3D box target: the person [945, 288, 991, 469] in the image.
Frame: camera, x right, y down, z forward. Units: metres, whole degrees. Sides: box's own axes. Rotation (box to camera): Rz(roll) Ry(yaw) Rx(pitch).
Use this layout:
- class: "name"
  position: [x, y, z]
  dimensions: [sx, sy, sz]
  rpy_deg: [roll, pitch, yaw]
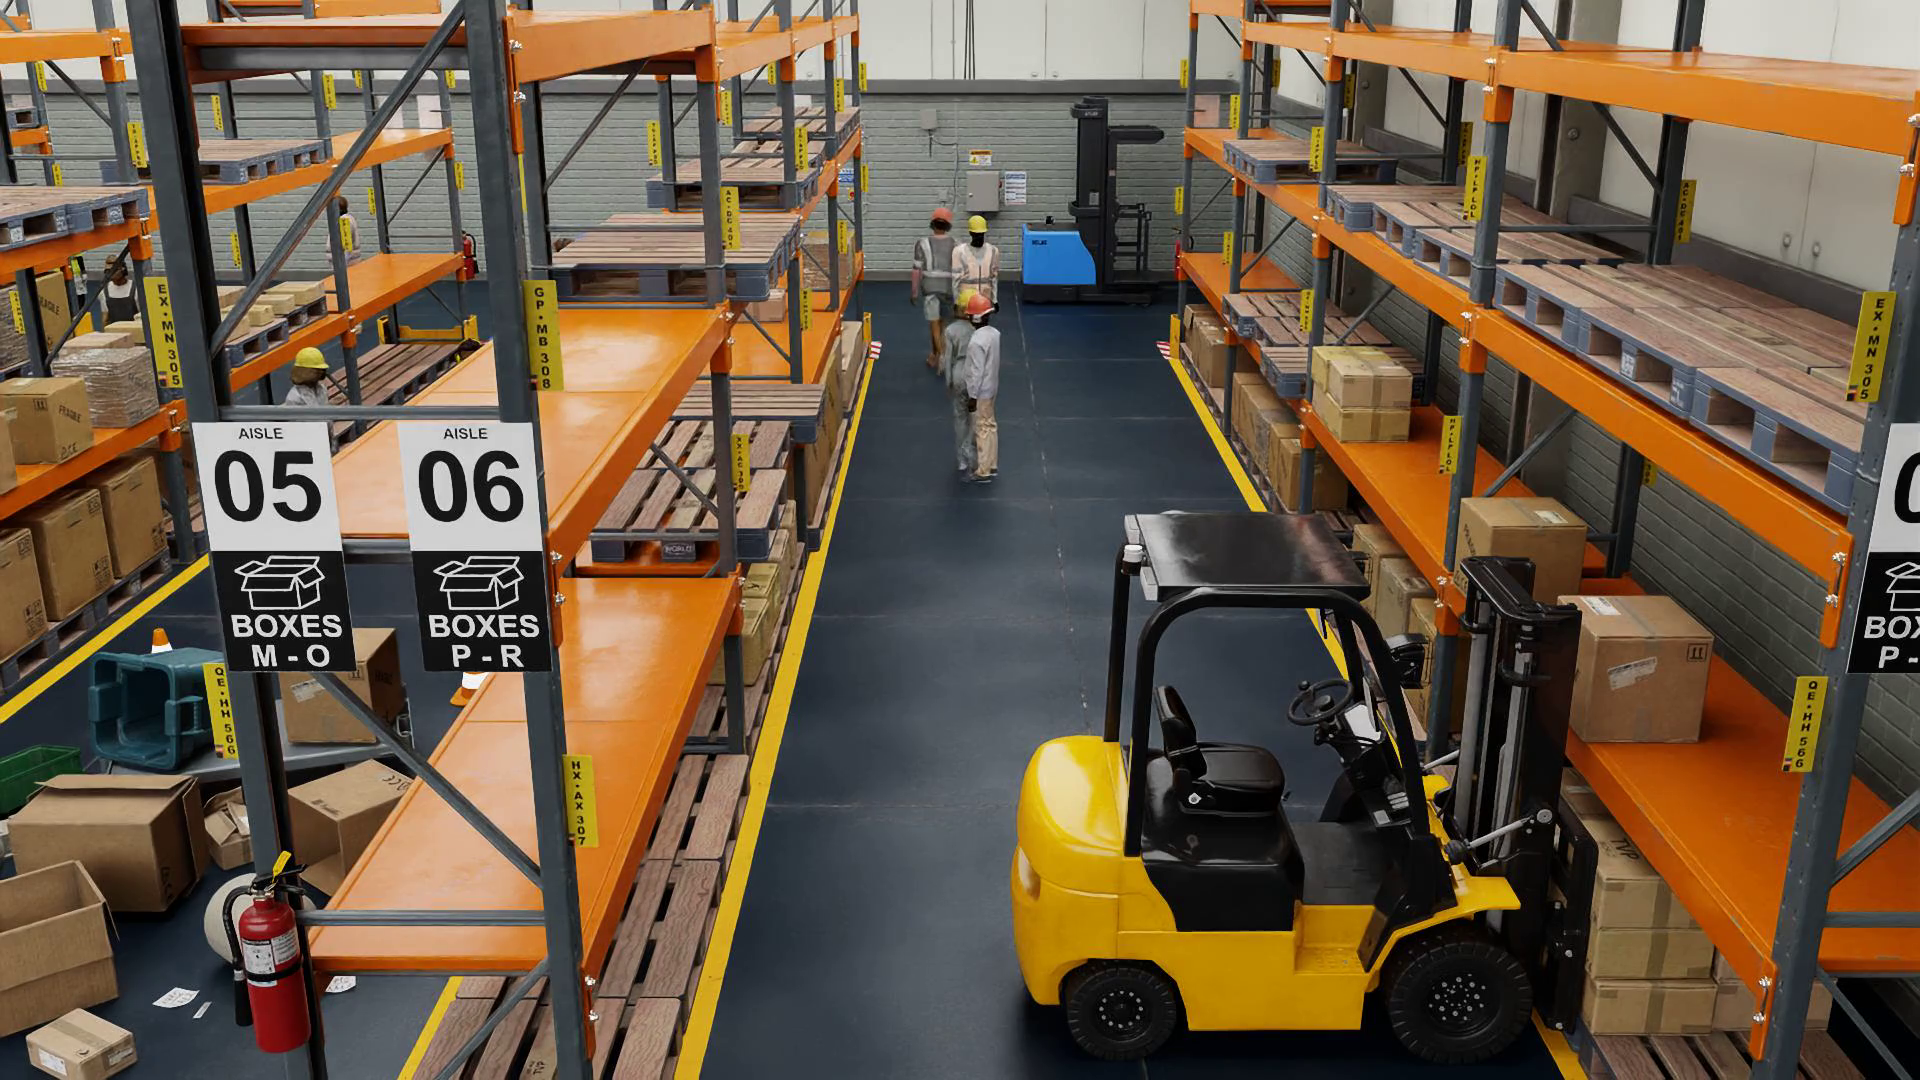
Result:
- class: "person"
  position: [0.102, -1.535, 15.915]
  dimensions: [0.523, 1.730, 0.388]
  rpy_deg: [7, 19, 20]

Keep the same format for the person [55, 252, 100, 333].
- class: "person"
  position: [-11.760, -3.528, 22.008]
  dimensions: [0.541, 1.698, 0.316]
  rpy_deg: [7, 20, 21]

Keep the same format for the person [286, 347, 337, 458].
- class: "person"
  position: [-5.166, -0.694, 13.390]
  dimensions: [0.324, 1.737, 0.485]
  rpy_deg: [4, 19, 13]

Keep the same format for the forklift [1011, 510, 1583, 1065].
- class: "forklift"
  position: [1.387, 1.055, 7.378]
  dimensions: [2.313, 2.155, 1.214]
  rpy_deg: [0, 18, 0]

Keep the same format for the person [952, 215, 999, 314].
- class: "person"
  position: [0.190, -2.859, 19.628]
  dimensions: [0.584, 1.928, 0.374]
  rpy_deg: [-7, 19, -20]

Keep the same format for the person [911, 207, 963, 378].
- class: "person"
  position: [-0.234, -2.955, 19.845]
  dimensions: [0.626, 1.995, 1.032]
  rpy_deg: [-6, 19, -16]

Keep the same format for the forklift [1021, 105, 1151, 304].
- class: "forklift"
  position: [1.857, -4.944, 24.441]
  dimensions: [1.873, 2.768, 1.129]
  rpy_deg: [0, 18, 0]

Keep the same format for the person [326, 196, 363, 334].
- class: "person"
  position: [-8.225, -3.676, 22.233]
  dimensions: [0.429, 1.846, 0.627]
  rpy_deg: [-4, 19, -13]

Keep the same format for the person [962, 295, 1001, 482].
- class: "person"
  position: [0.184, -1.412, 15.529]
  dimensions: [0.336, 1.747, 0.575]
  rpy_deg: [6, 19, 18]
